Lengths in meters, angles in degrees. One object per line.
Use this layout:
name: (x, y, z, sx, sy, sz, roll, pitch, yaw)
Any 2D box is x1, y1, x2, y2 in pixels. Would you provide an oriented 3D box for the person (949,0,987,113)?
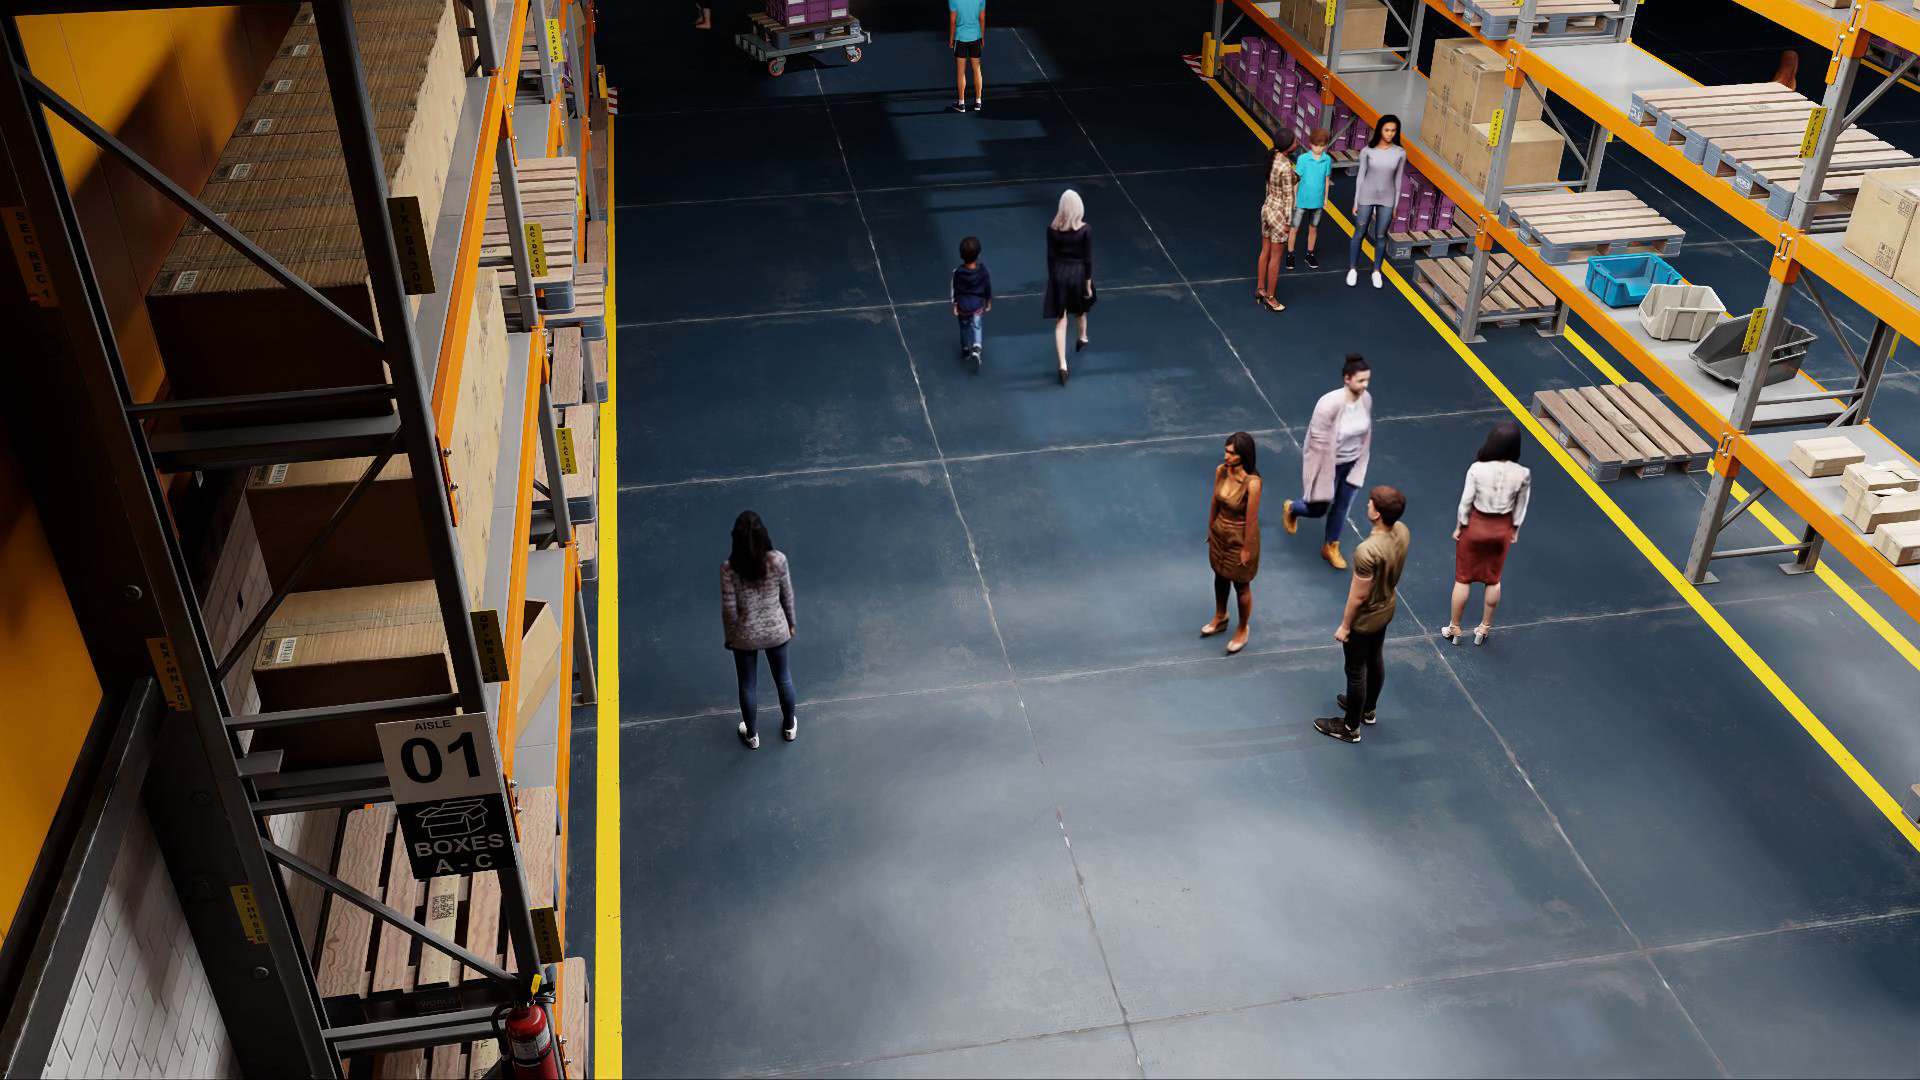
person: (0.100, -6.198, 20.569, 0.626, 1.777, 0.534, -8, 34, -12)

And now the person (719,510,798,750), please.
person: (-1.263, 0.563, 10.438, 0.631, 1.732, 0.548, -9, 35, -13)

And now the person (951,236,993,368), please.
person: (0.092, -2.124, 14.951, 0.543, 1.211, 0.735, -3, 34, -5)

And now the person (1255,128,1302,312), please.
person: (3.006, -3.044, 15.807, 0.657, 1.795, 0.511, -9, 35, -13)

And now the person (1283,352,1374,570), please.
person: (2.700, -0.616, 12.214, 0.845, 1.728, 0.965, -16, 37, -22)

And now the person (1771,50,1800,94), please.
person: (8.732, -4.433, 17.958, 0.638, 1.728, 0.619, -17, 37, -24)

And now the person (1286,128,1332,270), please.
person: (3.515, -3.452, 16.734, 0.532, 1.449, 0.499, -3, 34, -4)

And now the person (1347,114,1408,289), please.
person: (4.076, -3.328, 16.289, 0.661, 1.735, 0.634, 5, 34, 8)

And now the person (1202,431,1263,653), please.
person: (1.873, 0.004, 11.323, 0.699, 1.684, 0.588, -23, 40, -30)

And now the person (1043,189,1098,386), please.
person: (0.934, -2.183, 14.585, 0.884, 1.714, 1.146, 9, 35, 13)

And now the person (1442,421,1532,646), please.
person: (3.574, -0.030, 11.314, 0.640, 1.751, 0.587, 2, 34, 3)

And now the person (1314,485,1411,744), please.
person: (2.582, 0.457, 10.488, 0.785, 1.852, 0.749, 26, 41, 33)
